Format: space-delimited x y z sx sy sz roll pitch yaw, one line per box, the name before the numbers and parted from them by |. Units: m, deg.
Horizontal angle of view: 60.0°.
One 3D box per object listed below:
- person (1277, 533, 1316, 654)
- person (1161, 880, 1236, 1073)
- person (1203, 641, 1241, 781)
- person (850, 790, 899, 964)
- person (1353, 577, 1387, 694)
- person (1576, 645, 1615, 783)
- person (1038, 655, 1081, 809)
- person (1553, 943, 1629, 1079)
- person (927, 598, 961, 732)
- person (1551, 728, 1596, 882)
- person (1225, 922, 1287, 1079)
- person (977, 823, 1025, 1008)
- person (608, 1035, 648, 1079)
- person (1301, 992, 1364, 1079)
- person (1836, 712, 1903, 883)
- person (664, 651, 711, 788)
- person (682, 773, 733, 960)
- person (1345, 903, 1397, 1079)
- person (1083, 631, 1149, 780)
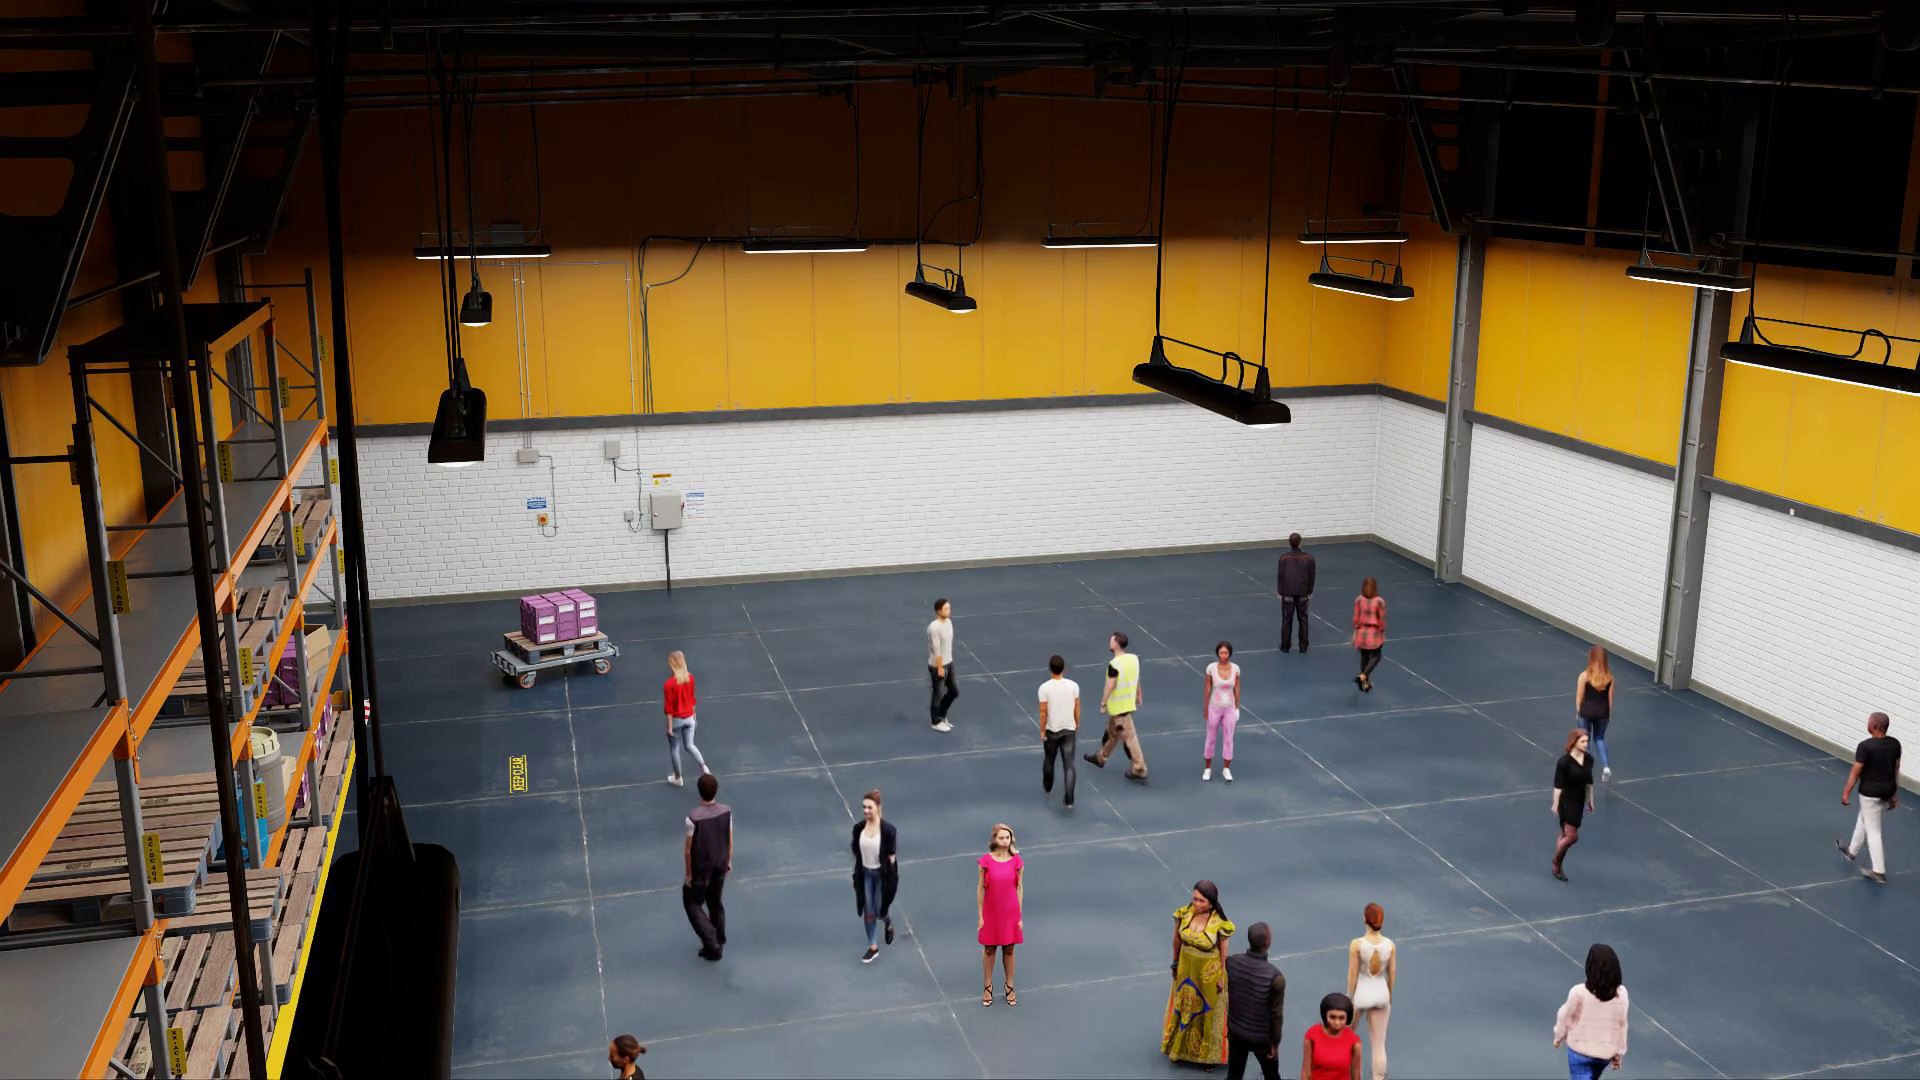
person | 5.058 0.796 25.084 0.780 1.839 0.693 1 14 4
person | 2.004 3.604 13.878 1.002 1.656 1.047 7 15 25
person | 3.164 2.057 20.087 0.636 1.741 0.597 0 14 1
person | -0.766 3.148 15.718 0.840 1.676 0.906 5 15 20
person | 5.661 1.353 23.102 0.936 1.690 0.957 11 17 37
person | 7.597 2.126 19.878 0.695 1.706 0.861 1 14 2
person | 1.182 2.246 19.252 0.809 1.766 1.201 -1 14 -3
person | 4.744 3.920 12.451 0.825 1.714 1.187 0 14 -1
person | -0.327 1.625 21.752 0.821 1.798 0.767 8 16 31
person | 6.312 2.739 17.370 0.645 1.694 0.656 -7 15 -27
person | 2.169 3.816 12.707 1.163 1.796 1.153 11 17 37
person | 0.362 3.331 14.853 0.616 1.728 0.600 -1 14 -3
person | -2.241 4.175 11.492 0.647 1.668 0.468 -3 14 -11
person | 2.655 4.024 11.984 0.704 1.731 0.731 2 14 10
person | 9.608 2.706 17.344 0.665 1.771 1.020 -4 14 -14
person | -3.260 2.174 19.720 1.067 1.686 0.934 12 18 40
person | -2.321 3.103 15.567 0.782 1.835 0.807 -10 17 -35
person | 3.315 3.749 13.373 0.700 1.613 0.997 -1 14 -5
person | 2.006 2.036 20.058 1.296 1.795 1.165 10 17 36
